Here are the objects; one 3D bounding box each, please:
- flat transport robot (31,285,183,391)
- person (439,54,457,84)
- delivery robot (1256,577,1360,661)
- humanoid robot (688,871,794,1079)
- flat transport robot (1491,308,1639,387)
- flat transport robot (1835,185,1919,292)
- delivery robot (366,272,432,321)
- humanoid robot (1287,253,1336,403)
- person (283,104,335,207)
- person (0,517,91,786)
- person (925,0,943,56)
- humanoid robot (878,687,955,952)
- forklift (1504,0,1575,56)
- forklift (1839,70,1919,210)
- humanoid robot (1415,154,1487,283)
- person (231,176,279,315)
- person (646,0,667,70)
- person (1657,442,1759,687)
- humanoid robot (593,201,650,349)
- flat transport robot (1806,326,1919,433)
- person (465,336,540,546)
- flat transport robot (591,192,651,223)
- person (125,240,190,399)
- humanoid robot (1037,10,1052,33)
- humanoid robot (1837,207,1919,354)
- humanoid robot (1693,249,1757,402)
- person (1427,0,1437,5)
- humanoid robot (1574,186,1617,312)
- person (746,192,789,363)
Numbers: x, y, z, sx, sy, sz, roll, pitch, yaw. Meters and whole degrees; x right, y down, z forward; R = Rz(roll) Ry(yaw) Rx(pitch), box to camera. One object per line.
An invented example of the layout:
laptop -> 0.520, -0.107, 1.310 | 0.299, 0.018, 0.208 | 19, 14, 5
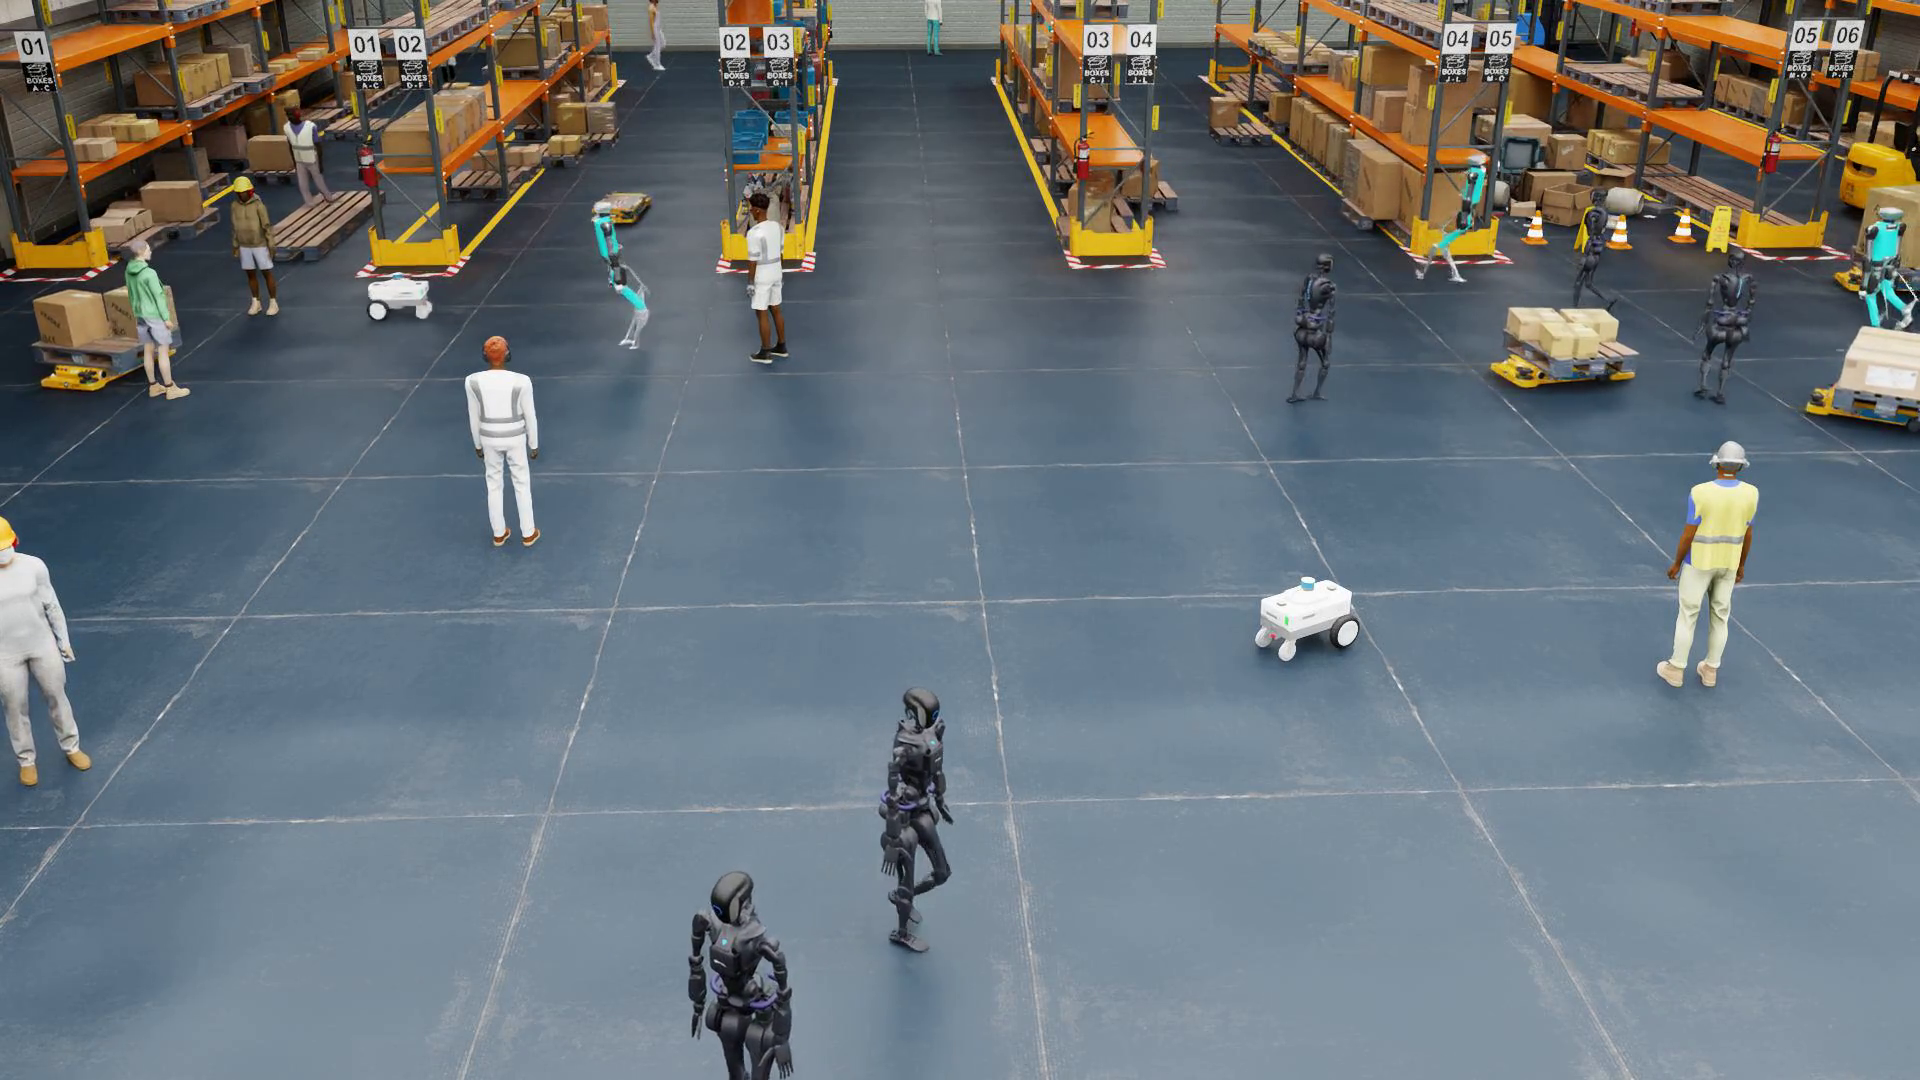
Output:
flat transport robot -> -9.730, -2.028, 19.029 | 0.659, 0.231, 1.431 | 6, 25, 12
person -> -11.497, -10.827, 37.077 | 0.544, 1.662, 0.675 | -7, 25, -14
delivery robot -> 2.682, 0.579, 12.843 | 0.811, 0.614, 0.499 | -14, 28, -29
humanoid robot -> -1.003, 2.211, 7.773 | 0.587, 1.637, 0.364 | 12, 27, 25
flat transport robot -> 6.851, -1.959, 18.874 | 1.431, 0.231, 0.659 | -5, 25, -12
flat transport robot -> 12.592, -3.476, 22.284 | 1.431, 0.231, 0.659 | 4, 24, 9
delivery robot -> -7.115, -3.076, 21.049 | 0.808, 0.607, 0.499 | -2, 24, -4
humanoid robot -> 3.782, -2.279, 17.871 | 0.422, 1.644, 0.590 | -12, 27, -26
person -> -10.062, -5.864, 25.761 | 0.591, 1.810, 0.637 | 5, 24, 10
person -> -6.139, 0.711, 10.886 | 0.570, 1.888, 0.379 | -18, 30, -35
person -> -0.653, -13.293, 42.509 | 0.533, 1.759, 0.325 | 19, 30, 36
humanoid robot -> -0.289, 1.540, 9.270 | 0.388, 1.645, 0.616 | 13, 27, 27
forklift -> 14.700, -13.805, 42.301 | 1.873, 2.768, 1.129 | -1, 24, -2
forklift -> 15.132, -6.143, 25.915 | 2.313, 2.155, 1.214 | -1, 24, -2
humanoid robot -> 6.590, -4.300, 22.434 | 0.837, 1.856, 0.548 | 13, 27, 27
person -> -8.917, -3.725, 21.009 | 0.546, 1.756, 0.417 | 2, 24, 5
person -> -7.351, -12.306, 40.182 | 0.508, 1.845, 0.541 | 4, 24, 10
person -> 5.438, 0.194, 12.045 | 0.520, 1.893, 0.401 | 1, 24, 3
humanoid robot -> -3.943, -3.126, 19.707 | 0.681, 1.790, 0.530 | -9, 25, -18
flat transport robot -> 9.805, -1.400, 17.619 | 1.431, 0.231, 0.659 | 15, 28, 30
person -> -3.935, -0.844, 14.400 | 0.565, 1.879, 0.351 | -2, 24, -5
flat transport robot -> -5.349, -5.245, 26.258 | 0.659, 0.231, 1.431 | 1, 24, 1
person -> -8.762, -2.383, 18.015 | 0.483, 1.740, 0.324 | 11, 26, 23
humanoid robot -> 2.173, -13.000, 41.890 | 0.550, 1.772, 0.798 | -2, 24, -4
humanoid robot -> 10.737, -2.897, 19.210 | 0.535, 1.794, 0.835 | -9, 25, -19
humanoid robot -> 8.274, -2.311, 17.941 | 0.600, 1.643, 0.380 | -2, 24, -5
person -> 11.746, -12.959, 41.714 | 0.395, 1.796, 0.591 | -6, 25, -13
humanoid robot -> 7.988, -3.598, 20.850 | 0.630, 1.639, 0.610 | 13, 27, 27
person -> -2.249, -3.034, 19.227 | 0.372, 1.954, 0.602 | 14, 27, 28
